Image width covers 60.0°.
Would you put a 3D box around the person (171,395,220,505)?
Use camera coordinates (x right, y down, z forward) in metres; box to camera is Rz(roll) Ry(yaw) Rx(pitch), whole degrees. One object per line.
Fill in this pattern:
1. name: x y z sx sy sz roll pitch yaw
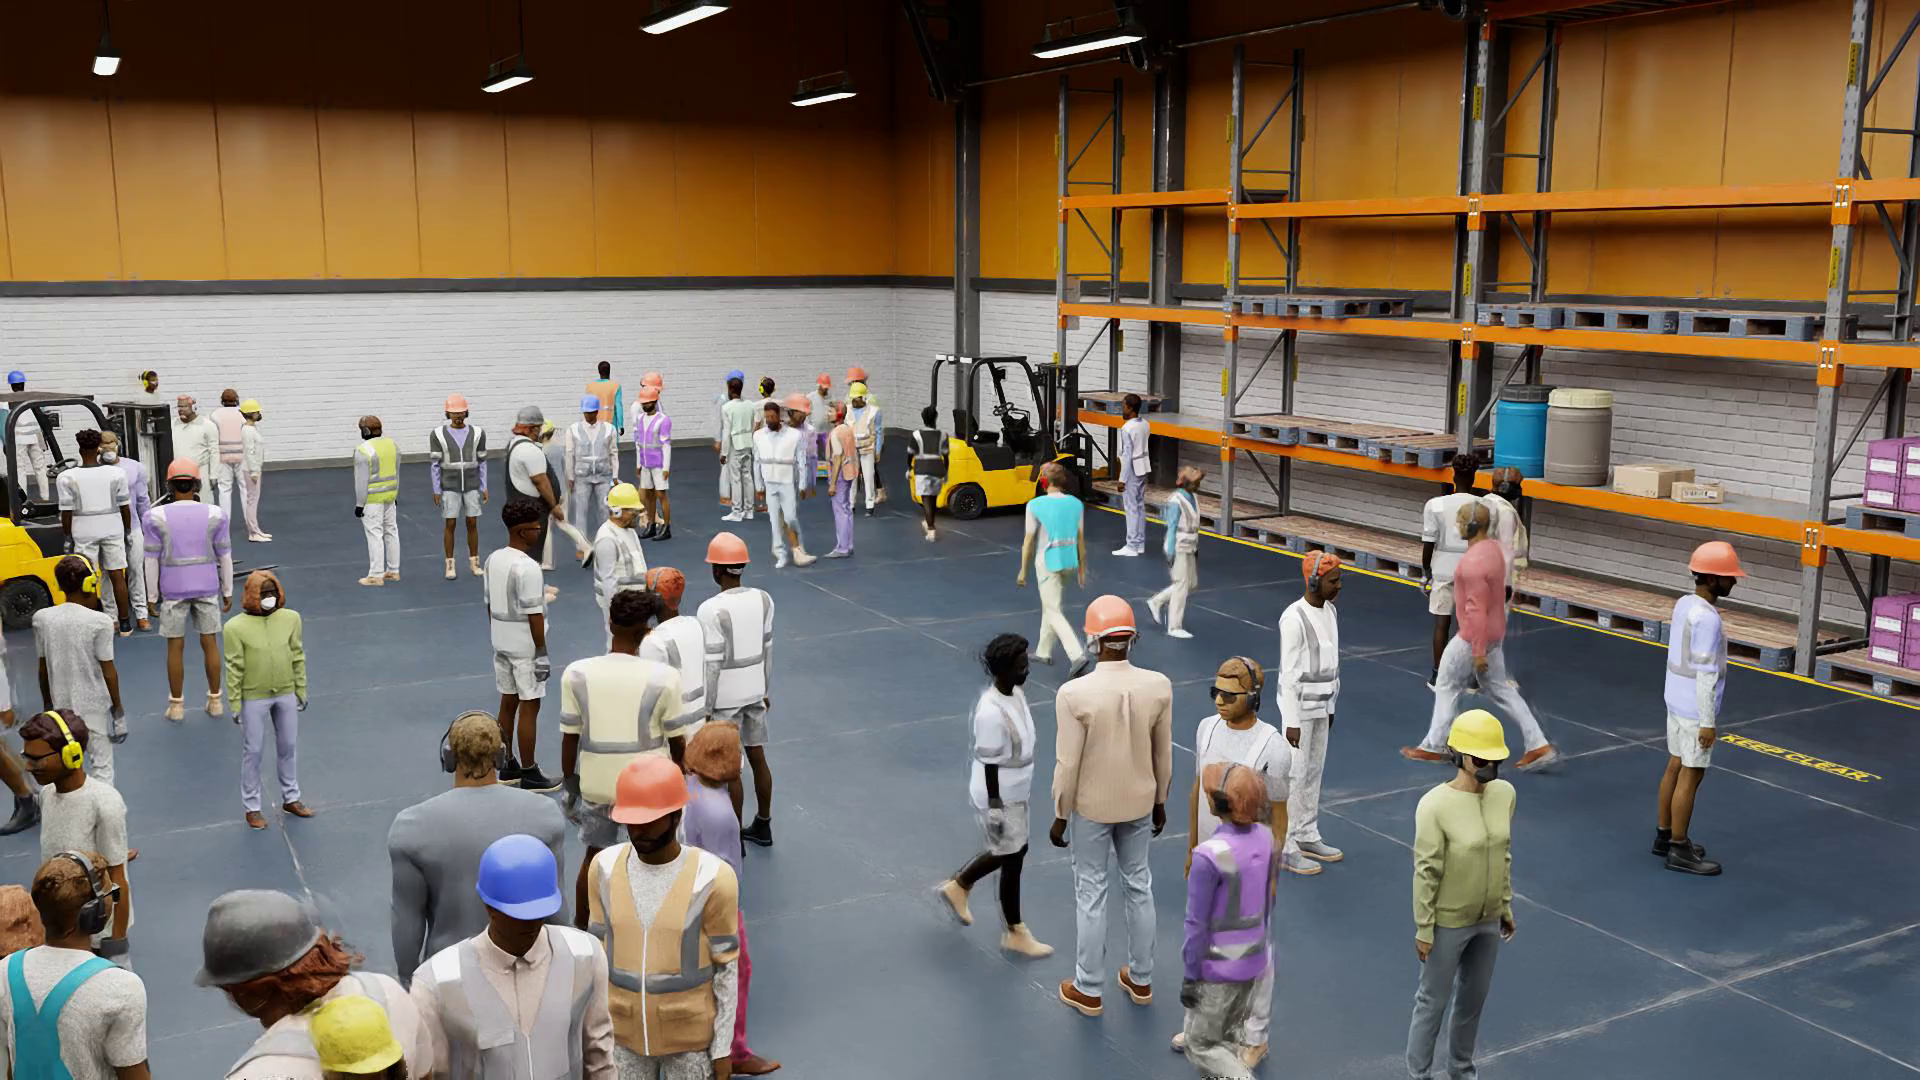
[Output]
1. person: -9.086 -0.766 19.659 0.648 1.907 0.409 0 10 3

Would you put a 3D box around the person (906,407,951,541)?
1. person: -0.407 -0.843 20.834 0.538 1.644 0.858 -4 10 -20

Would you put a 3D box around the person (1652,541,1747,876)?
1. person: 4.290 0.959 9.639 0.373 1.934 0.551 1 10 8

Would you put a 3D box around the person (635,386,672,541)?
1. person: -3.823 -0.949 20.659 0.547 1.929 0.387 7 12 35

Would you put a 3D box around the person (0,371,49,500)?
1. person: -13.014 -1.381 23.127 0.425 1.938 0.604 7 12 37

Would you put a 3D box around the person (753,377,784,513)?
1. person: -2.643 -1.309 22.898 0.532 1.869 0.321 -8 13 -40

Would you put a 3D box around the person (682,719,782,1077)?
1. person: -1.112 1.554 7.146 0.589 1.613 0.505 -4 11 -20

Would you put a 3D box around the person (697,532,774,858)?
1. person: -1.353 0.916 9.886 0.379 1.937 0.548 8 13 39

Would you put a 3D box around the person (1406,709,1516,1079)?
1. person: 2.063 1.543 6.769 0.535 1.767 0.316 -6 11 -29

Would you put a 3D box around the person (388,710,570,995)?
1. person: -1.757 1.575 6.136 0.635 1.929 0.381 -5 11 -26

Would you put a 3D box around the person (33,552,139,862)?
1. person: -5.081 0.999 9.642 0.511 1.861 0.322 2 10 9

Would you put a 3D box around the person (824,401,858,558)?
1. person: -1.391 -0.707 19.478 0.379 1.849 0.570 2 10 12

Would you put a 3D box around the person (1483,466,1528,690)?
1. person: 4.440 0.303 13.699 0.428 1.840 0.631 0 10 2

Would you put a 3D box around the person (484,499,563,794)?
1. person: -2.911 0.700 11.048 0.363 1.963 0.612 -9 13 -42

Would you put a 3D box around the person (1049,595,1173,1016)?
1. person: 0.705 1.242 7.847 0.625 1.991 0.390 -4 11 -23

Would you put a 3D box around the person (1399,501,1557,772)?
1. person: 3.637 0.669 11.461 1.016 1.897 0.646 6 12 31

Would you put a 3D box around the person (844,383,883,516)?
1. person: -1.353 -1.223 22.525 0.599 1.823 0.403 2 10 12

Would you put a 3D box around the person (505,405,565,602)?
1. person: -4.351 -0.371 17.001 0.537 2.000 0.701 -5 11 -26

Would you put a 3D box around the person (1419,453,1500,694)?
1. person: 4.055 0.271 13.515 0.616 1.964 0.361 2 10 14

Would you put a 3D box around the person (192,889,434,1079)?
1. person: -1.688 1.824 4.361 0.546 2.000 0.734 2 10 12

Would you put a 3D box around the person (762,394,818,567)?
1. person: -1.928 -0.697 19.093 0.633 1.972 0.992 -7 12 -36

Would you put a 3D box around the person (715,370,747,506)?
1. person: -3.242 -1.455 23.579 0.533 1.921 0.631 6 12 32

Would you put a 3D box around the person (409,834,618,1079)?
1. person: -1.289 1.785 4.888 0.604 1.939 0.416 -6 12 -32

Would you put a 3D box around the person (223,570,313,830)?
1. person: -4.323 0.985 10.384 0.276 1.627 0.497 9 13 43

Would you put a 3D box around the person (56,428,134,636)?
1. person: -7.978 -0.053 15.382 0.604 1.966 0.367 -7 12 -35

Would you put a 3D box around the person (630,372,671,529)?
1. person: -3.984 -1.157 21.545 0.386 2.034 0.604 4 11 21

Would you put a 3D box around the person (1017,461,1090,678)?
1. person: 0.851 0.242 14.152 0.564 1.810 0.895 -8 13 -38

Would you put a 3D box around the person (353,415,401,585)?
1. person: -6.297 -0.430 17.926 0.429 1.840 0.624 4 11 21

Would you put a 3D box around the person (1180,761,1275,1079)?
1. person: 1.086 1.662 6.489 0.553 1.621 0.524 8 13 39

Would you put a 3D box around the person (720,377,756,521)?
1. person: -2.955 -1.206 22.167 0.393 1.916 0.591 7 12 35

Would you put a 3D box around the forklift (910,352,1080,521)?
1. forklift: 0.460 -1.461 22.833 2.313 2.155 1.214 -5 11 -28

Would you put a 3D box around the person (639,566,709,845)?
1. person: -1.573 1.072 9.140 0.337 1.882 0.585 4 10 20

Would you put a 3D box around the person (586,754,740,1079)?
1. person: -1.012 1.657 5.619 0.542 1.938 0.357 2 10 10

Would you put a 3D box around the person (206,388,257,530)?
1. person: -9.348 -1.030 21.402 0.617 1.835 0.428 -3 10 -19

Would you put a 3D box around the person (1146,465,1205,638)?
1. person: 2.018 0.094 15.541 0.506 1.612 0.537 5 11 28

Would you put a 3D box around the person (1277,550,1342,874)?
1. person: 2.029 0.987 9.654 0.358 1.880 0.575 7 12 36

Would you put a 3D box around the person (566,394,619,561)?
1. person: -4.262 -0.727 19.323 0.607 1.943 0.403 -3 10 -17

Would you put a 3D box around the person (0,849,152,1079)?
1. person: -2.611 1.823 4.975 0.501 1.838 0.341 2 10 12

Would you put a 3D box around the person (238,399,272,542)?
1. person: -8.735 -0.861 20.603 0.306 1.772 0.527 -3 10 -19

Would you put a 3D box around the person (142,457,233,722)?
1. person: -5.898 0.378 12.746 0.613 2.028 0.409 -6 12 -32

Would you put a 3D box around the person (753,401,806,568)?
1. person: -2.054 -0.636 18.957 0.624 1.893 0.456 2 10 12

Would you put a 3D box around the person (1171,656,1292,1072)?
1. person: 1.202 1.409 7.314 0.345 1.846 0.508 -9 14 -43

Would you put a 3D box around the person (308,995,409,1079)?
1. person: -1.525 1.990 4.261 0.306 1.743 0.485 4 11 23

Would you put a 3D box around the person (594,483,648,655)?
1. person: -2.602 0.465 12.828 0.403 1.821 0.601 1 10 5

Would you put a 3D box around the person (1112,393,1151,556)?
1. person: 2.046 -0.770 19.639 0.391 1.922 0.593 5 11 28

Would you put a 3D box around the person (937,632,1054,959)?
1. person: 0.181 1.285 8.502 0.606 1.681 0.541 3 10 18

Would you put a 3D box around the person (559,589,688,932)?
1. person: -1.674 1.200 8.259 0.649 1.935 0.421 1 10 5

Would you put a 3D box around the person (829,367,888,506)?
1. person: -1.405 -1.434 23.296 1.078 1.981 0.626 -8 13 -39

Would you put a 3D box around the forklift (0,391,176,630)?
1. forklift: -9.026 -0.363 16.508 1.214 2.155 2.313 6 11 29

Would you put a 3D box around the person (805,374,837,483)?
1. person: -2.199 -1.699 25.575 0.752 1.721 0.527 -5 11 -28

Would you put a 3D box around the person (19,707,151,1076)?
1. person: -3.392 1.555 6.461 0.526 1.856 0.333 6 12 31

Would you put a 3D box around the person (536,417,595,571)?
1. person: -4.477 -0.506 18.606 0.685 1.742 0.543 4 11 21

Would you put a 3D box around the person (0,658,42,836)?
1. person: -5.974 0.938 9.943 0.555 1.876 1.007 5 11 26

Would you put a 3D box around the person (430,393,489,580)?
1. person: -5.471 -0.586 18.232 0.607 2.044 0.378 -5 11 -27

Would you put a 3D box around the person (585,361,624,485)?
1. person: -5.444 -1.784 25.518 0.588 1.911 0.397 2 10 14

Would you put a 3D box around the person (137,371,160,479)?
1. person: -11.748 -1.543 24.273 0.533 1.853 0.558 1 10 6

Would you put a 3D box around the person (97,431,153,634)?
1. person: -7.927 -0.073 15.621 0.637 1.929 0.380 -8 12 -37
